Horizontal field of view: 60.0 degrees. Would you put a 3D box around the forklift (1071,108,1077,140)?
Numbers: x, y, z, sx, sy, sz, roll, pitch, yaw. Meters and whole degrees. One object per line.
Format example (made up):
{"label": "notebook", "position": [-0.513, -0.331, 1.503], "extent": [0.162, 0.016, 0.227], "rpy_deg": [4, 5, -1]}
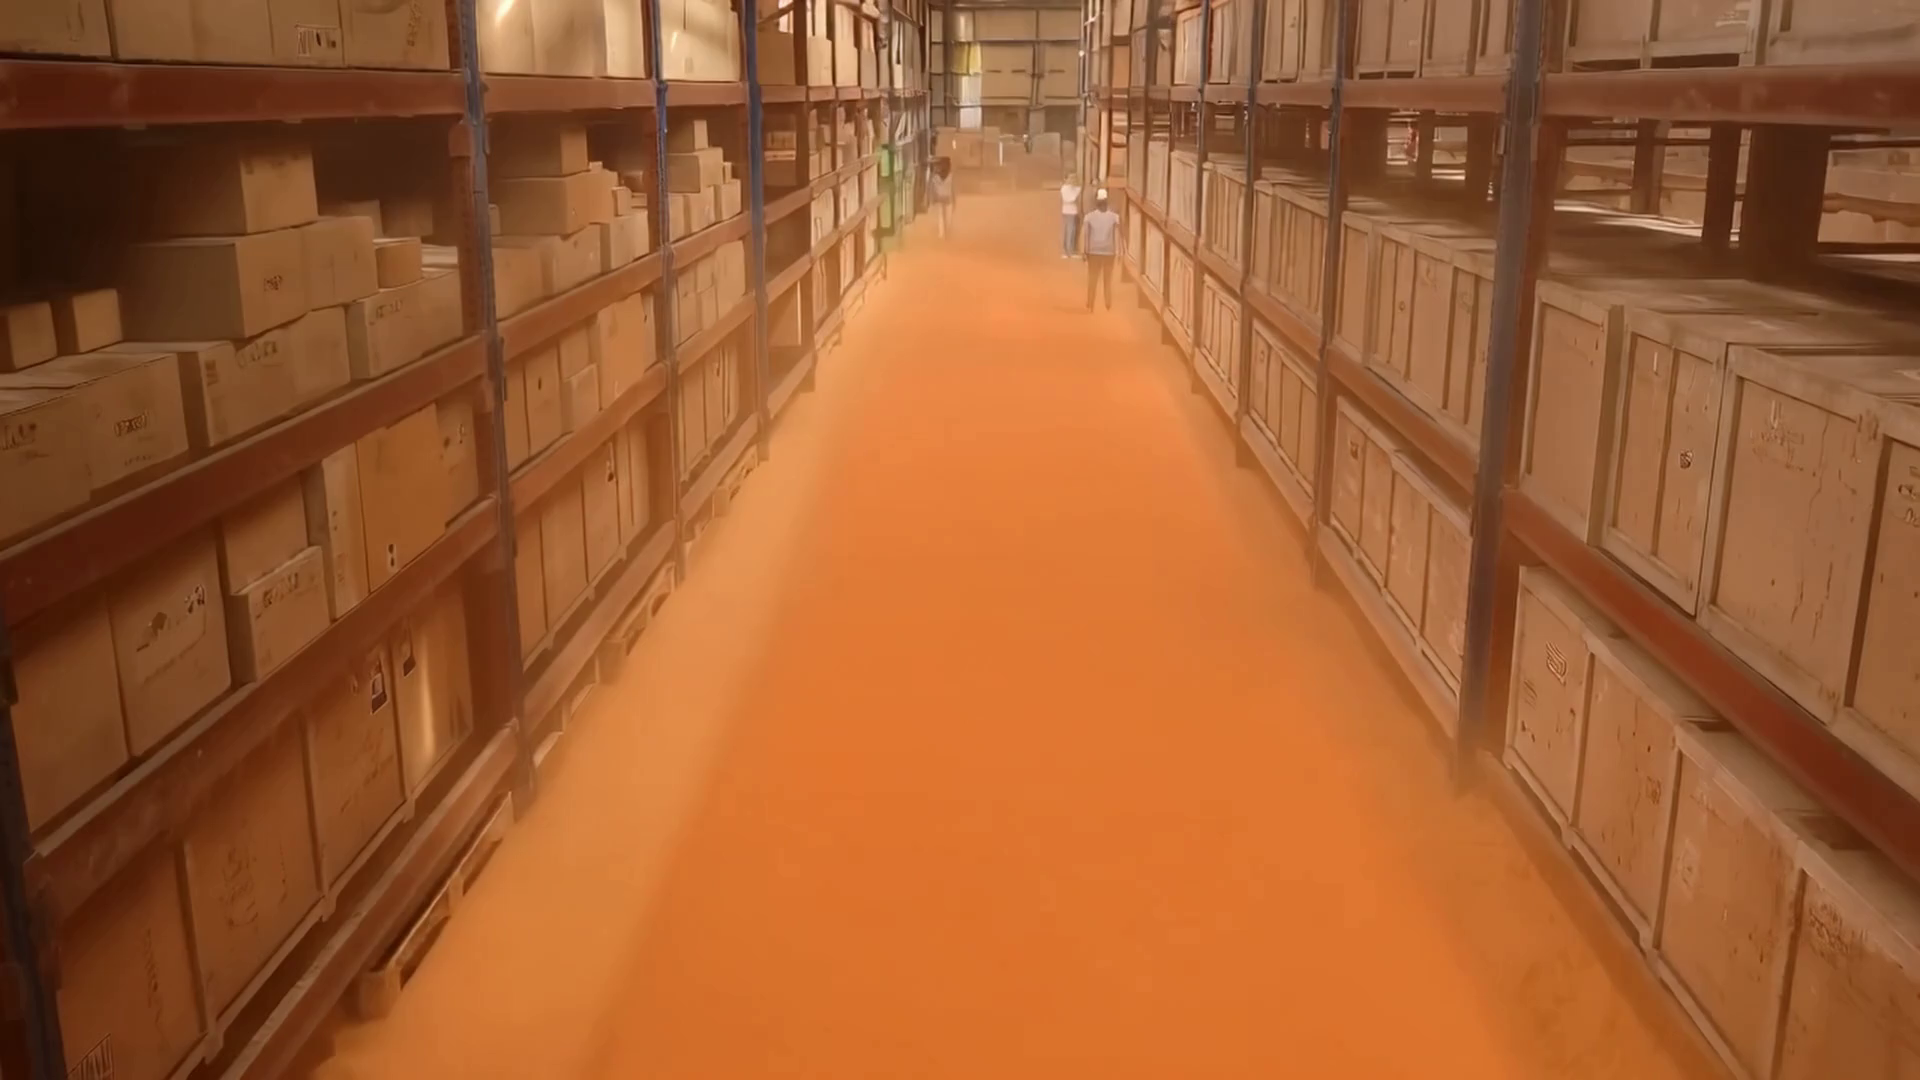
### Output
{"label": "forklift", "position": [5.626, -18.513, 76.673], "extent": [1.129, 2.768, 1.873], "rpy_deg": [-5, 16, -17]}

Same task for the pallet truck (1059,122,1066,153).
{"label": "pallet truck", "position": [5.788, -21.111, 88.014], "extent": [1.885, 1.965, 0.823], "rpy_deg": [5, 16, 18]}

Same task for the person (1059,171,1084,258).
{"label": "person", "position": [2.385, -6.977, 35.710], "extent": [0.563, 1.847, 0.389], "rpy_deg": [7, 17, 26]}

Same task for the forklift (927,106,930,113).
{"label": "forklift", "position": [-2.000, -20.667, 84.686], "extent": [1.129, 2.768, 1.873], "rpy_deg": [0, 15, 2]}

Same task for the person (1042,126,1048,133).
{"label": "person", "position": [4.323, -19.982, 84.133], "extent": [0.970, 1.840, 0.576], "rpy_deg": [-10, 18, -32]}

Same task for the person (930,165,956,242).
{"label": "person", "position": [-0.405, -8.068, 39.823], "extent": [0.633, 1.817, 0.751], "rpy_deg": [0, 15, 0]}

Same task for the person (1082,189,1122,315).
{"label": "person", "position": [2.259, -4.589, 26.544], "extent": [0.622, 1.992, 0.395], "rpy_deg": [3, 15, 10]}

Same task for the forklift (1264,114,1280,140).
{"label": "forklift", "position": [11.012, -13.855, 59.341], "extent": [1.129, 2.768, 1.873], "rpy_deg": [0, 15, 2]}

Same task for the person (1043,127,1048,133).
{"label": "person", "position": [4.044, -18.522, 78.516], "extent": [0.663, 1.920, 0.568], "rpy_deg": [-4, 16, -14]}

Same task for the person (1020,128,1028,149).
{"label": "person", "position": [2.944, -17.914, 76.258], "extent": [0.423, 1.922, 0.564], "rpy_deg": [0, 15, 1]}
